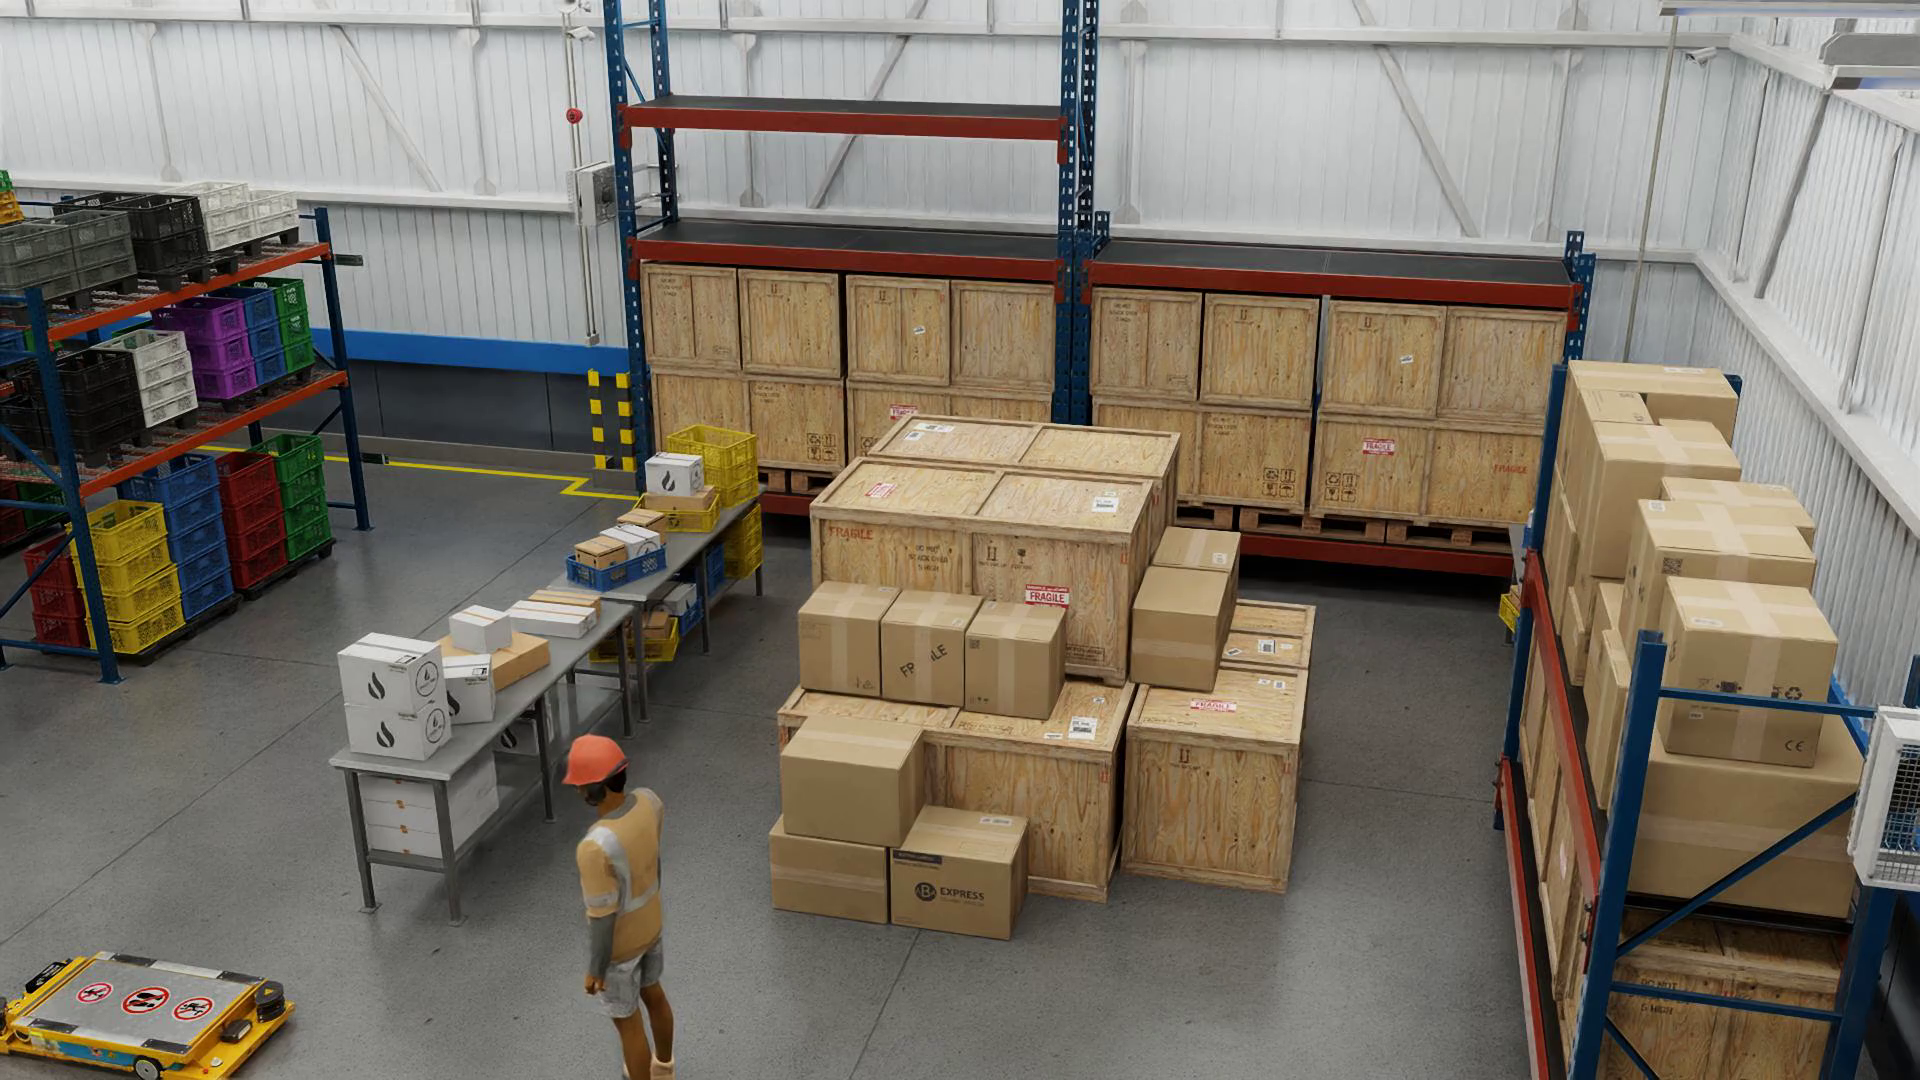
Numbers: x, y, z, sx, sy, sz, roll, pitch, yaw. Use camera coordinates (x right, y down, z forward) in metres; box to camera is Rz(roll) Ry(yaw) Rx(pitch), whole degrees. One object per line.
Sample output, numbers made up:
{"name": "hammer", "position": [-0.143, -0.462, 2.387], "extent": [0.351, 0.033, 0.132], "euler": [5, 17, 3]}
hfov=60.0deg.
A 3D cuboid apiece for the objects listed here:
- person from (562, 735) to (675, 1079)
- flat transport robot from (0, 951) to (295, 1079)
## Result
{"name": "person", "position": [-1.598, 1.835, 7.781], "extent": [0.406, 2.031, 0.607], "euler": [7, 22, 17]}
{"name": "flat transport robot", "position": [-4.270, 2.464, 8.601], "extent": [1.431, 0.231, 0.659], "euler": [5, 22, 13]}
